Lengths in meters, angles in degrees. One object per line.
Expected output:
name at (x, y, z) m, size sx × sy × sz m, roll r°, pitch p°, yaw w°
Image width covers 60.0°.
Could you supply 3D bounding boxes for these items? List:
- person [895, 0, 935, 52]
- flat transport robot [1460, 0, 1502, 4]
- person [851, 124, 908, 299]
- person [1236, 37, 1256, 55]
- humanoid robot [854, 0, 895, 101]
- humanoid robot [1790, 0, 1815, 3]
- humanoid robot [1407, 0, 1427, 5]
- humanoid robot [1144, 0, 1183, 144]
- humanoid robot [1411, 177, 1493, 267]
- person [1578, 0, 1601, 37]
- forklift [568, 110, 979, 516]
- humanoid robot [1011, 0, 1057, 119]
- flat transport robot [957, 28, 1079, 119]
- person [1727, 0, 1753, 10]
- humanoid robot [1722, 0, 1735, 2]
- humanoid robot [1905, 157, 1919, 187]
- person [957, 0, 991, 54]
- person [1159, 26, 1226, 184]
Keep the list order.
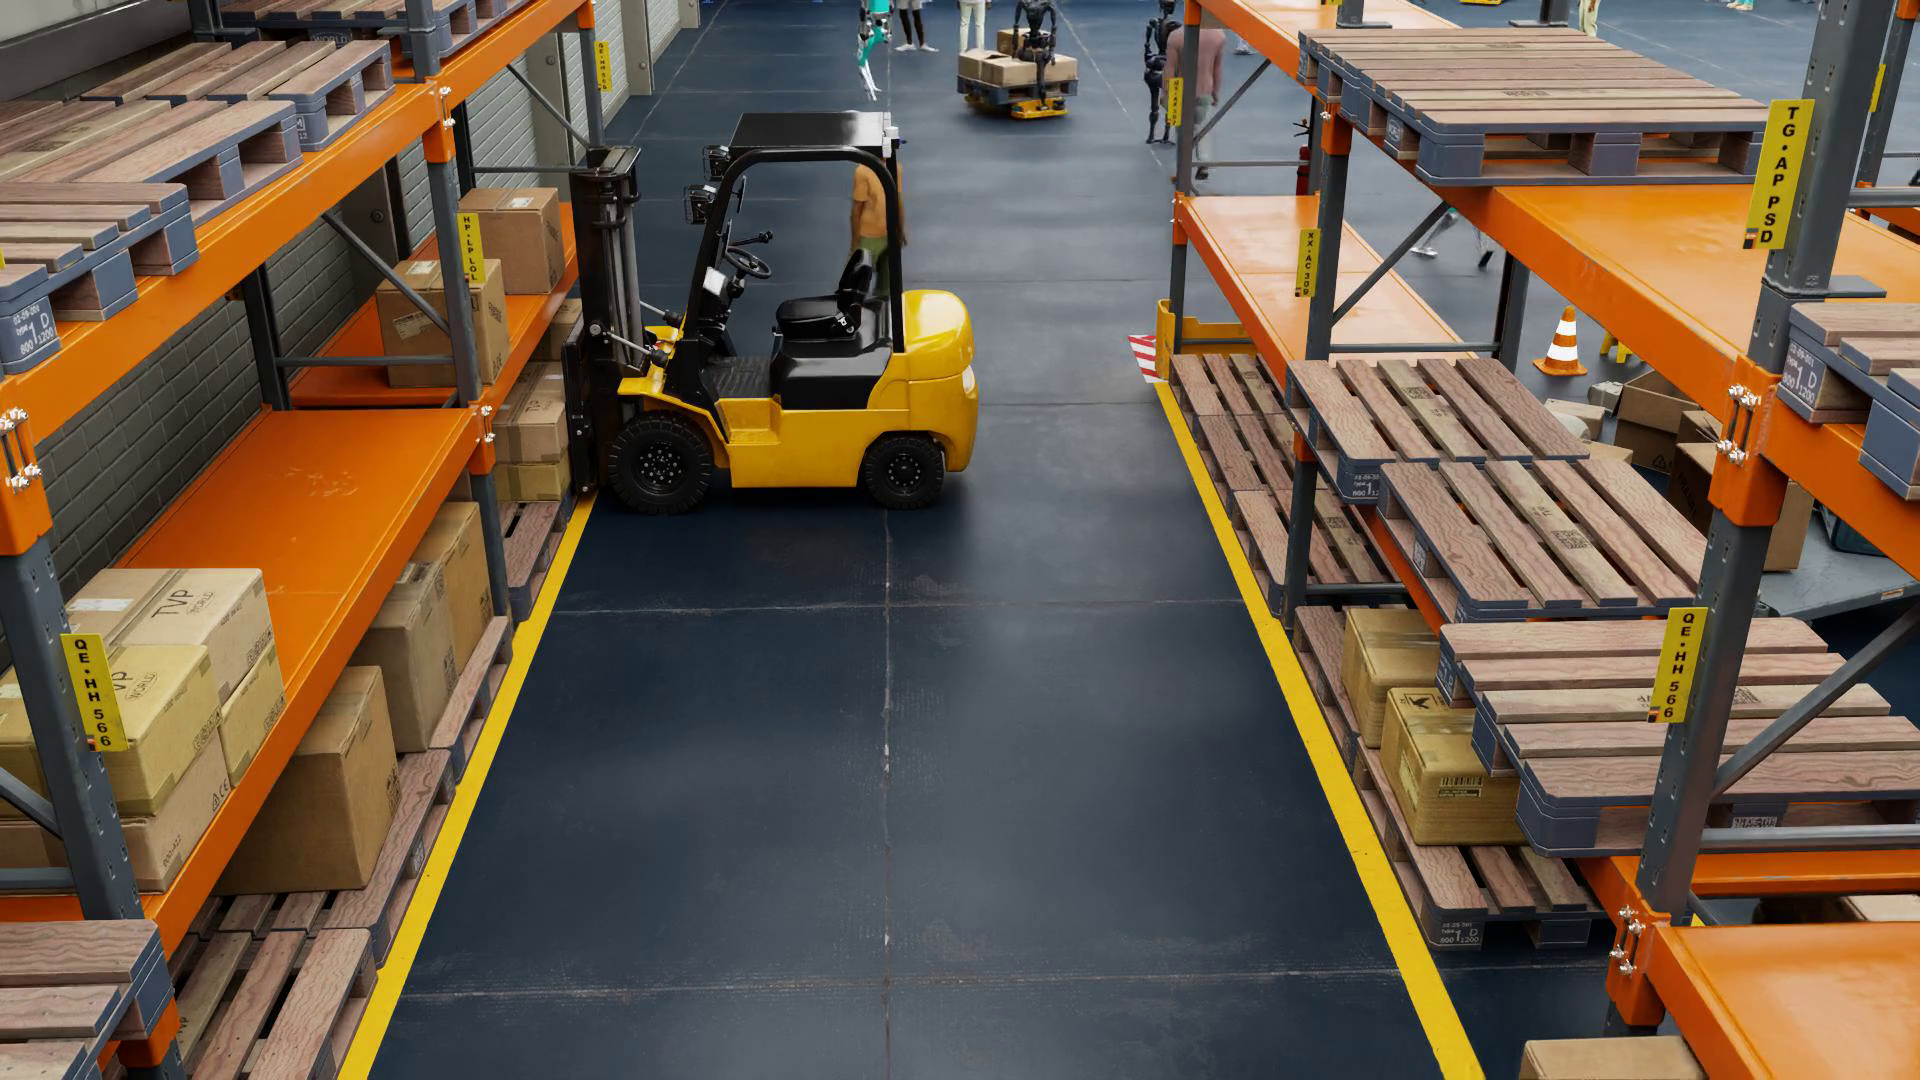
person at (-0.730, -8.283, 24.972) m, size 0.733 × 1.879 × 0.380 m, roll 15°, pitch 29°, yaw 28°
flat transport robot at (9.692, -9.991, 30.461) m, size 0.659 × 0.231 × 1.431 m, roll 15°, pitch 29°, yaw 28°
person at (-0.647, -2.241, 12.394) m, size 0.592 × 1.689 × 0.347 m, roll -18°, pitch 31°, yaw -34°
person at (4.566, -8.129, 24.711) m, size 0.888 × 1.808 × 0.563 m, roll -5°, pitch 26°, yaw -10°
humanoid robot at (-1.206, -6.556, 21.547) m, size 0.556 × 1.843 × 0.766 m, roll -22°, pitch 33°, yaw -38°
humanoid robot at (15.435, -10.562, 30.013) m, size 0.317 × 1.651 × 0.612 m, roll -14°, pitch 29°, yaw -28°
humanoid robot at (8.276, -10.472, 29.826) m, size 0.583 × 1.654 × 0.329 m, roll 16°, pitch 30°, yaw 30°
humanoid robot at (2.322, -5.377, 19.037) m, size 0.586 × 1.652 × 0.326 m, roll 22°, pitch 33°, yaw 38°
humanoid robot at (4.379, -3.248, 14.503) m, size 0.556 × 1.803 × 0.930 m, roll -22°, pitch 33°, yaw -38°
person at (8.969, -7.671, 23.650) m, size 0.400 × 1.893 × 0.529 m, roll 1°, pitch 25°, yaw 3°
forklift at (-1.043, -1.379, 9.976) m, size 2.313 × 2.155 × 1.214 m, roll -1°, pitch 25°, yaw -2°
humanoid robot at (0.913, -6.029, 20.410) m, size 0.590 × 1.652 × 0.338 m, roll 10°, pitch 27°, yaw 20°
flat transport robot at (0.704, -5.565, 21.088) m, size 0.659 × 0.231 × 1.431 m, roll -14°, pitch 29°, yaw -28°
person at (13.935, -10.321, 29.234) m, size 0.384 × 1.917 × 0.490 m, roll -2°, pitch 25°, yaw -5°
humanoid robot at (13.838, -10.640, 30.090) m, size 0.547 × 1.731 × 0.942 m, roll -4°, pitch 26°, yaw -9°
humanoid robot at (8.914, -3.533, 15.136) m, size 0.346 × 1.652 × 0.597 m, roll 6°, pitch 26°, yaw 13°
person at (0.203, -7.971, 24.457) m, size 0.566 × 1.744 × 0.351 m, roll 5°, pitch 26°, yaw 10°
person at (2.378, -4.607, 17.118) m, size 0.646 × 1.926 × 0.431 m, roll -8°, pitch 26°, yaw -16°
